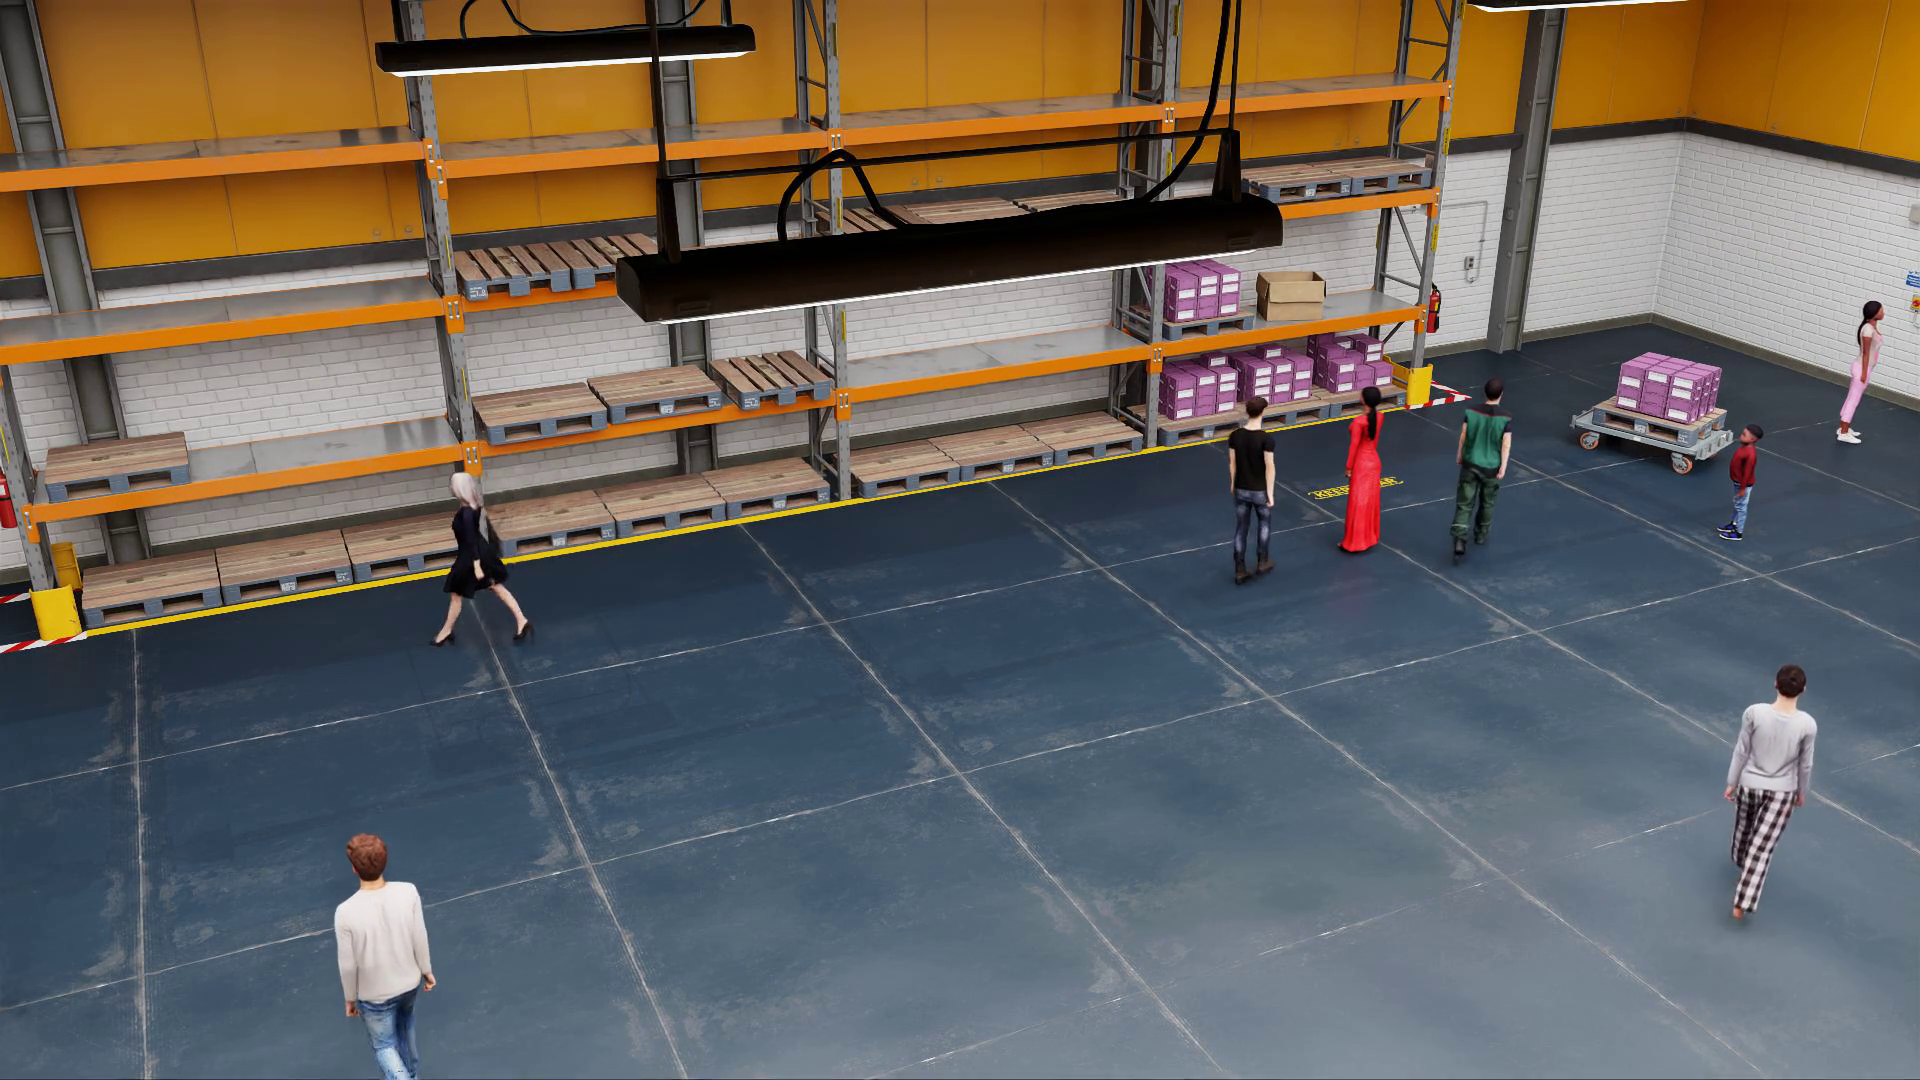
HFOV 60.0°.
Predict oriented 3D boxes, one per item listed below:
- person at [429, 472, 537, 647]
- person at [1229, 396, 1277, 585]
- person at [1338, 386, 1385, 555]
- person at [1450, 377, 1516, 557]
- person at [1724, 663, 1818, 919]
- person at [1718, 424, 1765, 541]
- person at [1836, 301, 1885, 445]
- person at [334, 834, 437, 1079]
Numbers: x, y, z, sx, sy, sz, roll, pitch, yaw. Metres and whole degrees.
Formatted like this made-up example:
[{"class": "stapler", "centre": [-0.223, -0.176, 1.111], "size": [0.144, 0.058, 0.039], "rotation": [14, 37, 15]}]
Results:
[{"class": "person", "centre": [-4.309, 0.216, 15.088], "size": [1.261, 1.687, 0.863], "rotation": [-3, 24, -7]}, {"class": "person", "centre": [2.821, -0.451, 16.385], "size": [0.936, 1.871, 1.024], "rotation": [15, 28, 31]}, {"class": "person", "centre": [4.162, -0.724, 17.115], "size": [0.644, 1.786, 0.771], "rotation": [-19, 30, -37]}, {"class": "person", "centre": [5.299, -0.717, 16.999], "size": [1.144, 1.865, 1.298], "rotation": [12, 26, 25]}, {"class": "person", "centre": [5.531, 1.760, 11.420], "size": [1.077, 1.796, 1.266], "rotation": [14, 27, 28]}, {"class": "person", "centre": [8.278, -0.627, 17.556], "size": [0.632, 1.255, 0.579], "rotation": [7, 24, 15]}, {"class": "person", "centre": [10.964, -2.063, 20.233], "size": [0.714, 1.741, 0.637], "rotation": [11, 26, 23]}, {"class": "person", "centre": [-3.223, 2.573, 9.459], "size": [1.085, 1.877, 0.869], "rotation": [-16, 28, -32]}]
